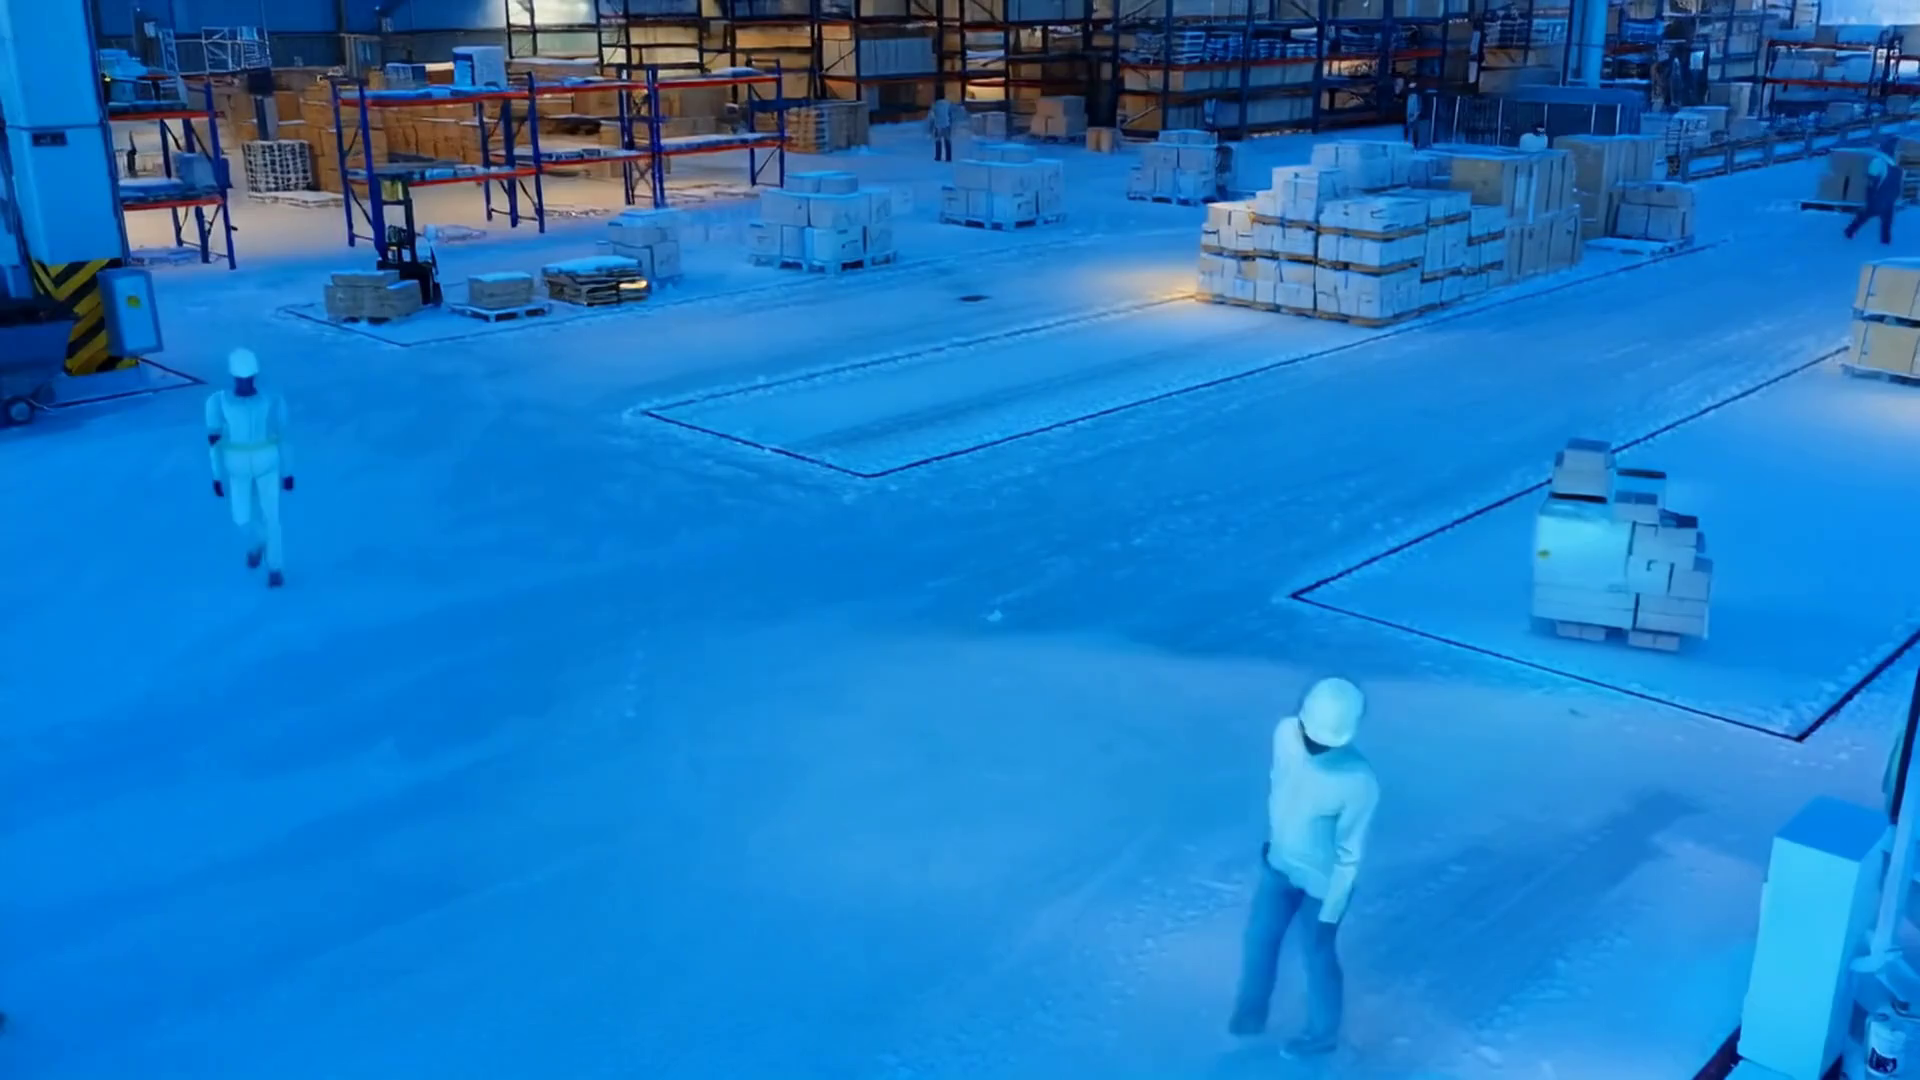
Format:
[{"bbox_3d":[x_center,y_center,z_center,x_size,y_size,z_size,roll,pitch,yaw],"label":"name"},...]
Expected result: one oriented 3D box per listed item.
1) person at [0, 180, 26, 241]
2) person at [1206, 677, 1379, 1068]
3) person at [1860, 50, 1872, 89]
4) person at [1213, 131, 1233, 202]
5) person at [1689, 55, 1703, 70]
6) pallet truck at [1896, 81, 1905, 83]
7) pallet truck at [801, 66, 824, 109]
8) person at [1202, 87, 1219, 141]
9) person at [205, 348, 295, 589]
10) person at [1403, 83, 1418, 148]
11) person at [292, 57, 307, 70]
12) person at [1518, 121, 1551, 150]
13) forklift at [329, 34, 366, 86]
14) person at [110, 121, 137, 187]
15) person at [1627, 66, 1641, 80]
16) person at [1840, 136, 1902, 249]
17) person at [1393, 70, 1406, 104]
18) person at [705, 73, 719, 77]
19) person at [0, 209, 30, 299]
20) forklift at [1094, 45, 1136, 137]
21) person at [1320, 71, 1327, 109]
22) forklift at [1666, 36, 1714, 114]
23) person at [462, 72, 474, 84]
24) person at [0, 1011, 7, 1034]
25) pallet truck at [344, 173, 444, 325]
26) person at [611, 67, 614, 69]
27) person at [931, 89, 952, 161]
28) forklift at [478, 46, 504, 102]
[{"bbox_3d":[-13.940,-4.339,24.439,0.312,1.865,0.537,17,25,41],"label":"person"},{"bbox_3d":[1.429,1.416,6.991,0.725,1.931,0.688,-12,22,-32],"label":"person"},{"bbox_3d":[42.280,-22.070,77.845,0.667,1.878,0.435,-3,19,-9],"label":"person"},{"bbox_3d":[5.570,-7.703,34.857,0.538,1.687,0.471,-16,24,-40],"label":"person"},{"bbox_3d":[31.935,-20.191,72.335,0.716,1.782,0.450,9,20,24],"label":"person"},{"bbox_3d":[34.802,-16.331,61.455,0.653,1.274,1.630,17,25,41],"label":"pallet truck"},{"bbox_3d":[-4.812,-15.182,56.903,0.823,1.965,1.885,-9,21,-26],"label":"pallet truck"},{"bbox_3d":[7.056,-11.763,46.766,0.866,1.893,0.591,-13,22,-33],"label":"person"},{"bbox_3d":[-5.537,-0.579,13.037,0.613,1.910,0.519,-6,19,-18],"label":"person"},{"bbox_3d":[13.184,-12.383,48.616,0.606,1.897,0.633,8,20,23],"label":"person"},{"bbox_3d":[-26.082,-18.104,65.799,0.355,1.936,0.637,17,25,41],"label":"person"},{"bbox_3d":[12.032,-7.853,34.994,0.655,1.883,0.944,0,18,-1],"label":"person"},{"bbox_3d":[-23.563,-18.265,64.811,1.129,2.768,1.873,17,25,41],"label":"forklift"},{"bbox_3d":[-19.213,-8.921,38.131,0.355,1.938,0.637,17,25,41],"label":"person"},{"bbox_3d":[23.443,-15.496,57.939,0.439,1.936,0.640,-4,19,-13],"label":"person"},{"bbox_3d":[16.613,-6.321,30.139,0.676,2.000,0.876,-12,22,-31],"label":"person"},{"bbox_3d":[16.247,-16.469,61.315,0.915,1.639,0.538,6,19,18],"label":"person"},{"bbox_3d":[-9.888,-18.081,65.861,0.656,1.859,0.991,5,19,15],"label":"person"},{"bbox_3d":[-11.777,-3.091,20.569,0.686,1.949,0.584,0,18,1],"label":"person"},{"bbox_3d":[4.623,-14.052,52.117,1.129,2.768,1.873,17,25,41],"label":"forklift"},{"bbox_3d":[13.077,-16.302,60.810,0.633,1.664,0.539,-5,19,-14],"label":"person"},{"bbox_3d":[27.341,-17.291,61.877,1.129,2.768,1.873,17,25,41],"label":"forklift"},{"bbox_3d":[-15.659,-13.900,53.046,0.395,1.990,0.625,17,25,41],"label":"person"},{"bbox_3d":[-4.481,1.514,6.900,0.620,1.816,0.890,0,18,1],"label":"person"},{"bbox_3d":[-8.209,-4.181,23.757,0.823,1.965,1.885,3,19,9],"label":"pallet truck"},{"bbox_3d":[-15.525,-20.765,74.286,0.308,1.636,0.524,17,25,41],"label":"person"},{"bbox_3d":[-0.473,-11.234,45.117,0.610,1.938,0.805,-7,20,-20],"label":"person"},{"bbox_3d":[-14.397,-13.832,51.456,1.129,2.768,1.873,17,25,41],"label":"forklift"}]
